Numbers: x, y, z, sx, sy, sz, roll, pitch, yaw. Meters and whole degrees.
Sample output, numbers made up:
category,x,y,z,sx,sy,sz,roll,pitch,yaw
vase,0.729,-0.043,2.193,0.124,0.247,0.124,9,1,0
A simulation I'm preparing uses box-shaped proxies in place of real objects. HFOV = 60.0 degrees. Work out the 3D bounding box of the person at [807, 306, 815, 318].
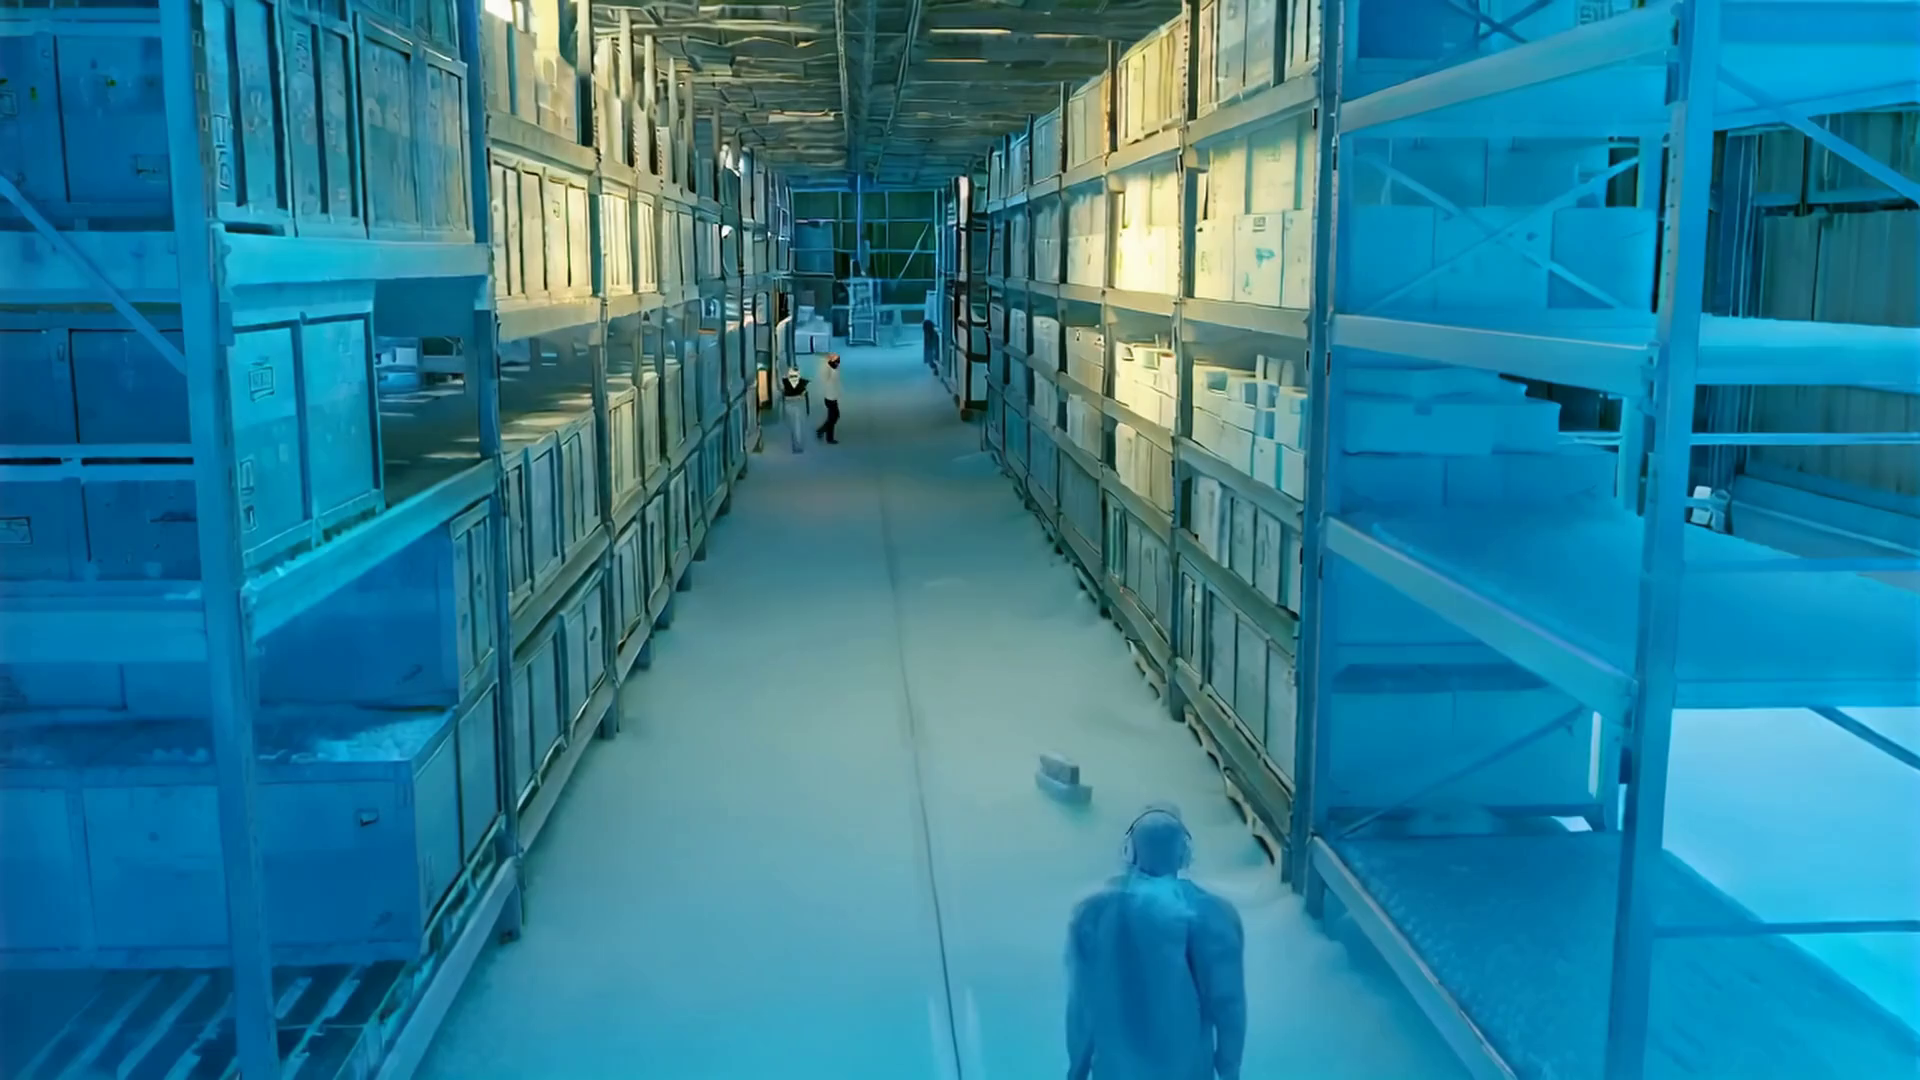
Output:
category,x,y,z,sx,sy,sz,roll,pitch,yaw
person,-6.510,-9.286,72.801,0.397,1.928,0.540,-6,11,-32

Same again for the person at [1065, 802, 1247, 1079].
category,x,y,z,sx,sy,sz,roll,pitch,yaw
person,0.709,1.890,6.080,0.651,1.906,0.403,1,10,3

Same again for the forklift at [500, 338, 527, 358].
category,x,y,z,sx,sy,sz,roll,pitch,yaw
forklift,-9.675,-3.629,36.146,1.873,2.768,1.129,-7,12,-37

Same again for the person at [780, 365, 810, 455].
category,x,y,z,sx,sy,sz,roll,pitch,yaw
person,-3.292,-2.599,33.205,0.590,1.793,0.979,-1,10,-5

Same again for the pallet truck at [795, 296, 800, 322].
category,x,y,z,sx,sy,sz,roll,pitch,yaw
pallet truck,-8.622,-12.439,91.403,1.885,1.965,0.823,2,10,13

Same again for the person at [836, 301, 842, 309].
category,x,y,z,sx,sy,sz,roll,pitch,yaw
person,-6.901,-12.825,94.821,0.367,1.629,0.520,-9,13,-43

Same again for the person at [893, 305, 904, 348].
category,x,y,z,sx,sy,sz,roll,pitch,yaw
person,-2.725,-9.513,74.163,0.572,1.917,0.655,-2,10,-11

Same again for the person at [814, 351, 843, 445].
category,x,y,z,sx,sy,sz,roll,pitch,yaw
person,-2.714,-2.966,34.860,0.538,1.977,0.629,-1,10,-7

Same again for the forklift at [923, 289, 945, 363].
category,x,y,z,sx,sy,sz,roll,pitch,yaw
forklift,-0.820,-8.149,63.143,1.129,2.768,1.873,-1,10,-3
